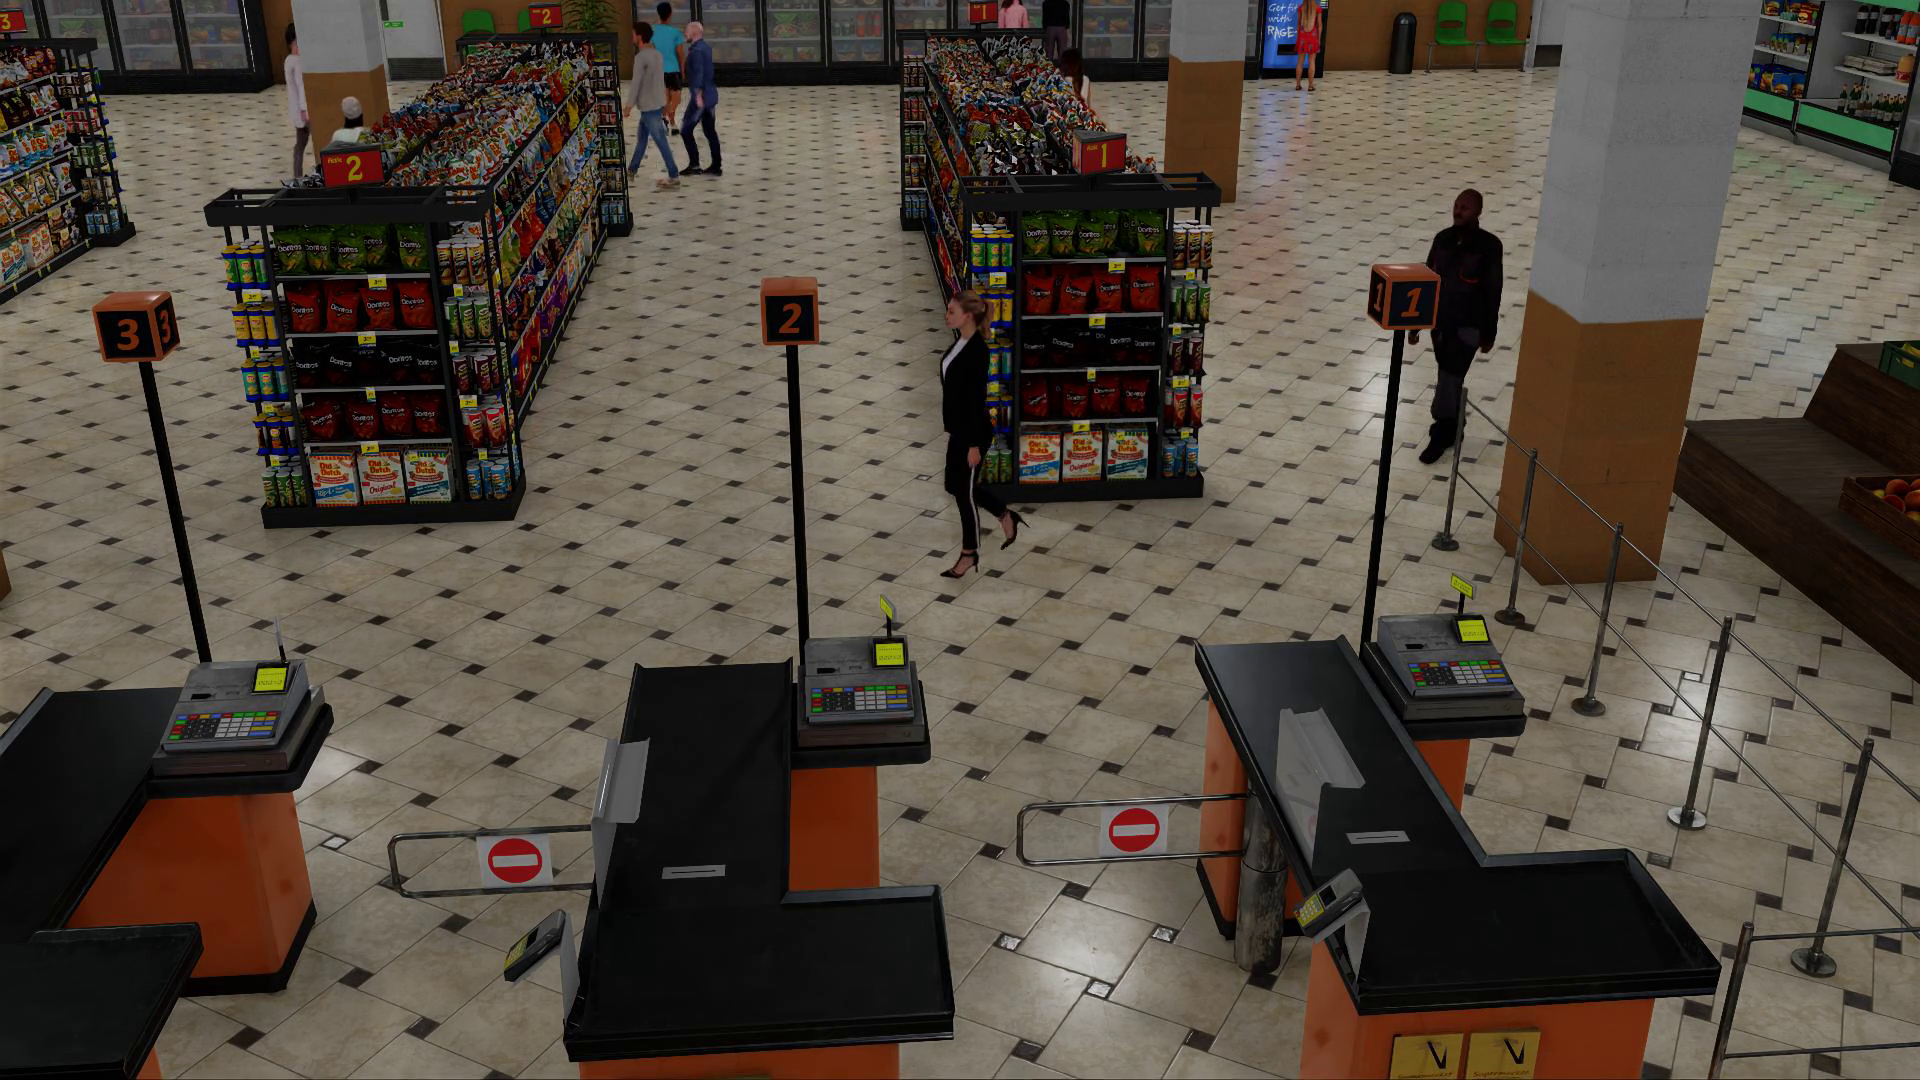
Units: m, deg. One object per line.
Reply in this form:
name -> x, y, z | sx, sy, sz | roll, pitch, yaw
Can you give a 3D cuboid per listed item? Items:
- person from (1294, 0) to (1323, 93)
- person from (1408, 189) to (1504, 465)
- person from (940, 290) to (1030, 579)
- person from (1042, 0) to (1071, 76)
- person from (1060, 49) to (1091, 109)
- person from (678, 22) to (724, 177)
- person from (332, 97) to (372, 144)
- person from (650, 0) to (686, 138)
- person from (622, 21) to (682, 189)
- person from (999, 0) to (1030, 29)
person -> 5.489, -7.912, 26.242 | 0.660, 1.592, 0.697 | 13, 27, 27
person -> 3.419, -1.479, 11.278 | 1.050, 1.802, 1.008 | -20, 31, -39
person -> 0.136, -0.574, 9.345 | 0.764, 1.695, 0.757 | -7, 25, -15
person -> 1.498, -7.875, 26.059 | 0.601, 1.670, 0.540 | 0, 24, -1
person -> 1.256, -4.349, 17.870 | 0.727, 1.776, 0.731 | -11, 26, -23
person -> -3.004, -5.242, 19.871 | 0.881, 1.808, 0.760 | 4, 24, 9
person -> -5.685, -3.343, 15.777 | 0.575, 1.611, 1.006 | -2, 24, -4
person -> -3.921, -6.220, 22.173 | 0.824, 1.754, 1.068 | 6, 24, 13
person -> -3.476, -4.968, 19.181 | 0.938, 1.859, 1.143 | 5, 24, 11
person -> 0.774, -7.161, 24.262 | 0.599, 1.804, 0.500 | -2, 24, -5
